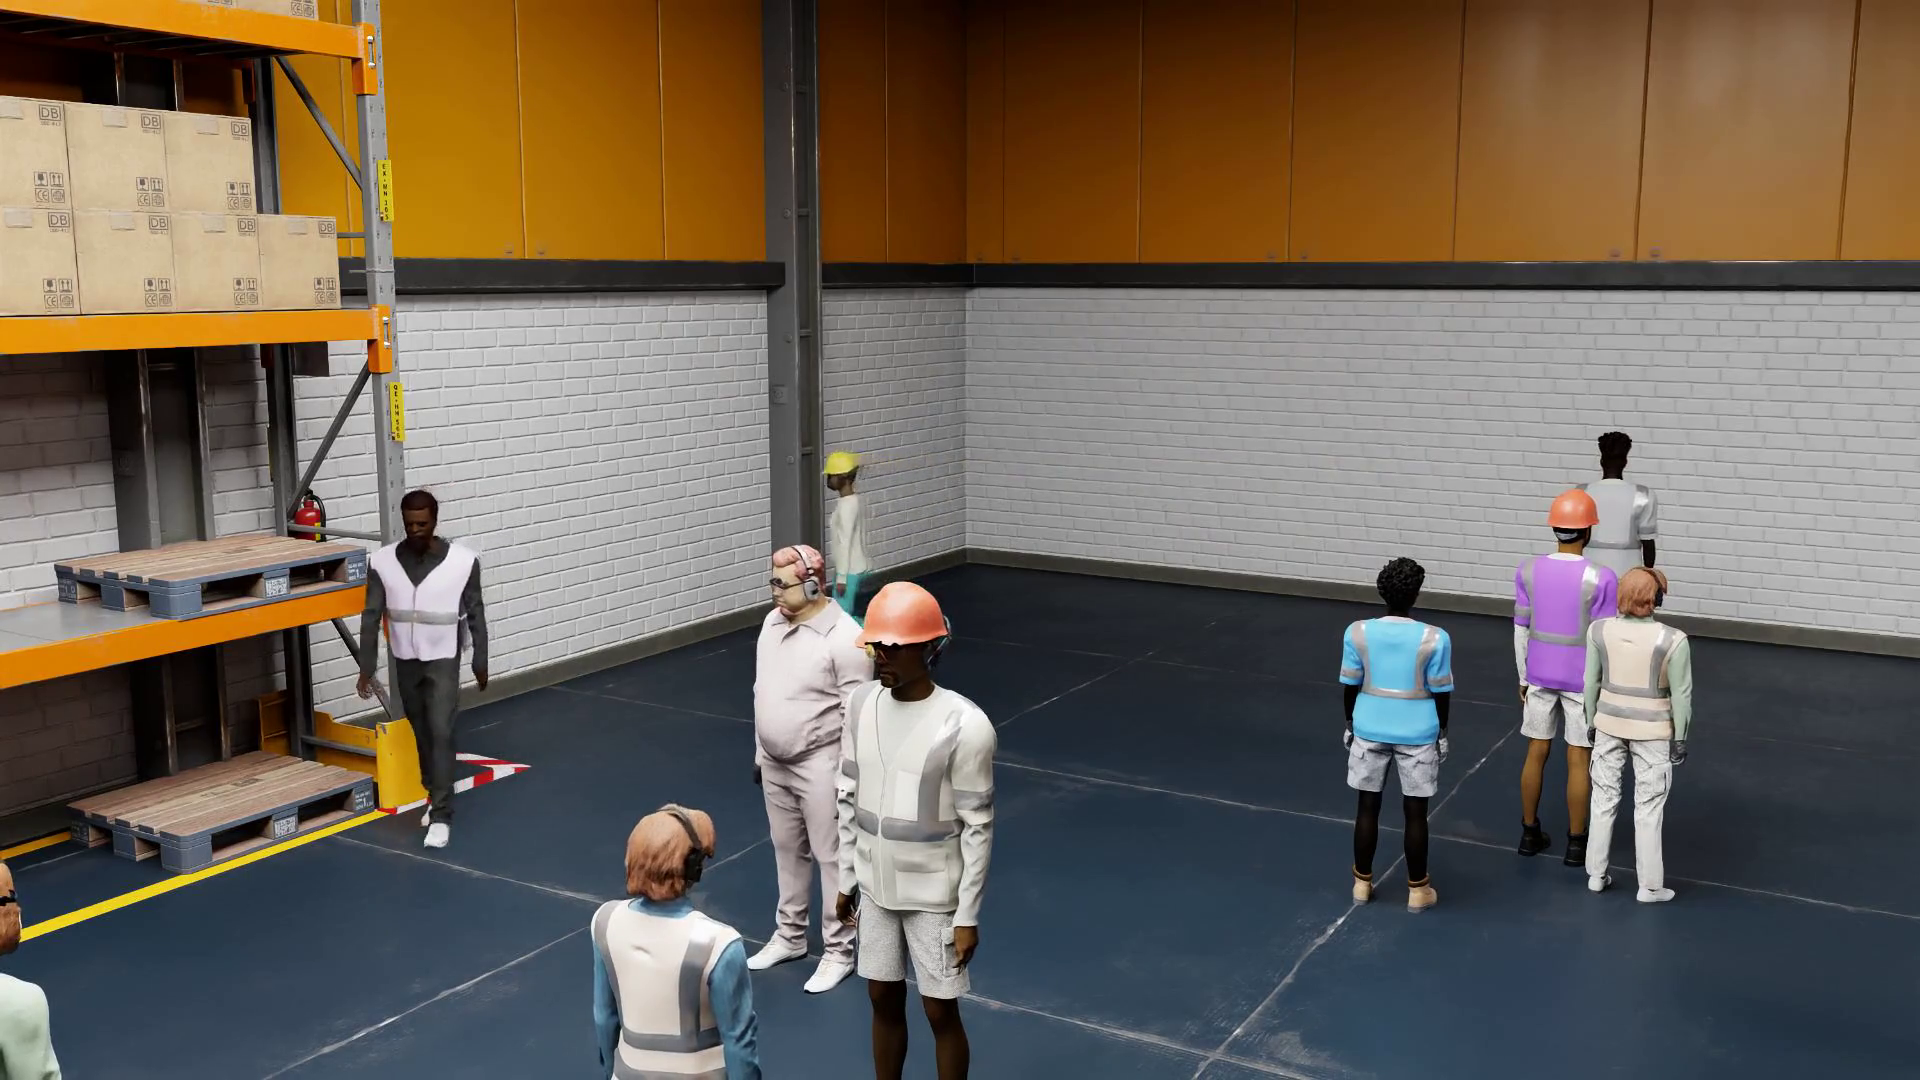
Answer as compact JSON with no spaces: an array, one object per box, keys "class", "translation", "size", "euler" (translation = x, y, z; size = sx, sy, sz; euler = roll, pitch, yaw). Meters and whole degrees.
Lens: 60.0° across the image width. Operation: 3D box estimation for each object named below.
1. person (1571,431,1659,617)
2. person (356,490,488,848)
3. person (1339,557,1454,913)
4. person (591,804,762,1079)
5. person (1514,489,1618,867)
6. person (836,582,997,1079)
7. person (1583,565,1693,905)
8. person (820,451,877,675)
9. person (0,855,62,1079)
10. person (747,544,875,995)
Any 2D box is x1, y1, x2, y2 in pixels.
[{"class":"person","translation":[4.448,0.236,11.425],"size":[0.624,1.967,0.432],"euler":[3,10,19]},{"class":"person","translation":[-2.876,0.679,8.868],"size":[0.596,1.879,0.887],"euler":[0,9,3]},{"class":"person","translation":[2.073,0.925,7.918],"size":[0.532,1.697,0.319],"euler":[4,10,26]},{"class":"person","translation":[-0.752,1.512,4.441],"size":[0.512,1.638,0.307],"euler":[5,10,27]},{"class":"person","translation":[3.112,0.703,8.542],"size":[0.545,1.943,0.347],"euler":[9,13,43]},{"class":"person","translation":[-0.175,1.144,5.476],"size":[0.607,2.044,0.375],"euler":[7,11,36]},{"class":"person","translation":[3.250,0.936,8.018],"size":[0.514,1.644,0.307],"euler":[8,12,42]},{"class":"person","translation":[-0.785,0.221,12.162],"size":[0.466,1.753,0.525],"euler":[0,9,0]},{"class":"person","translation":[-2.402,1.567,4.109],"size":[0.507,1.631,0.281],"euler":[2,9,15]},{"class":"person","translation":[-0.670,0.959,7.073],"size":[0.636,1.902,0.406],"euler":[8,12,42]}]
